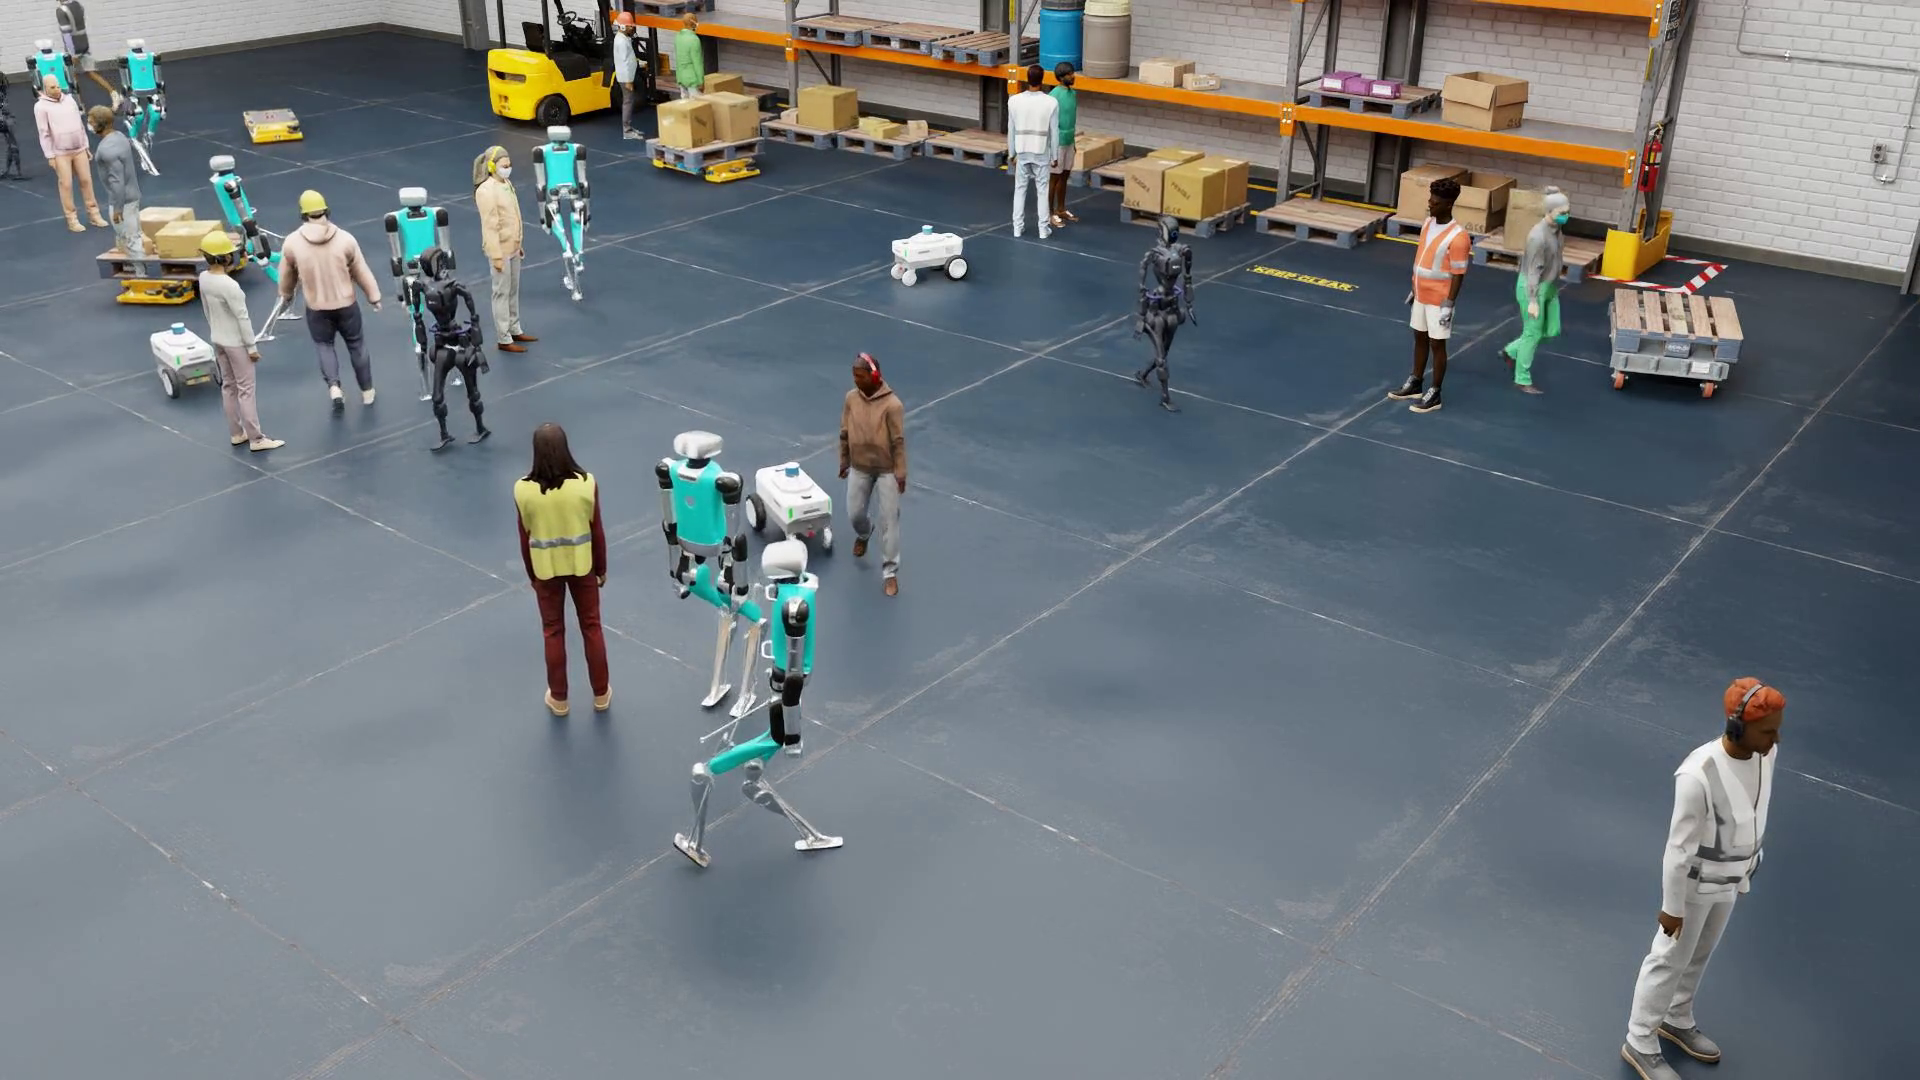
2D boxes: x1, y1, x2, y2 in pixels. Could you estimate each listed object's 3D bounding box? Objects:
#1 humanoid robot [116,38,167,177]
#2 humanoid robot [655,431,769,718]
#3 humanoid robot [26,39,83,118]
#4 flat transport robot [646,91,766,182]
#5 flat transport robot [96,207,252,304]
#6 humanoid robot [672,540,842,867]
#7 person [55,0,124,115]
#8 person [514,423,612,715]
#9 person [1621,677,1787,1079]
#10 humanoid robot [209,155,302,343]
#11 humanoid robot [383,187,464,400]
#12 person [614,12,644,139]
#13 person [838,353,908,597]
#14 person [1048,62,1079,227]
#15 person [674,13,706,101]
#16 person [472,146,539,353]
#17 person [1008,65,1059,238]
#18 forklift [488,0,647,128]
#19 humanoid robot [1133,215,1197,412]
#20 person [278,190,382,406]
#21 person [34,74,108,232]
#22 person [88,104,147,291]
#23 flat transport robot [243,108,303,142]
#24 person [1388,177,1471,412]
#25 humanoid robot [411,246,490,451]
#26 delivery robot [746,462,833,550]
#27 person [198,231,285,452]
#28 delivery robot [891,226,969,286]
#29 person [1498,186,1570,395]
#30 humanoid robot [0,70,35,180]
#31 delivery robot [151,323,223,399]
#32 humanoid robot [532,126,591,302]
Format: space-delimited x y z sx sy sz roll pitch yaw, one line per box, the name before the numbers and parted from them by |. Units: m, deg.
humanoid robot | -10.569 -5.537 21.475 0.544 1.887 0.790 -23 34 -39
humanoid robot | -1.341 0.140 9.540 0.537 1.753 0.660 12 28 24
humanoid robot | -11.619 -5.576 21.459 0.538 1.797 0.776 -15 29 -27
flat transport robot | -3.324 -4.931 21.782 1.431 0.231 0.659 23 34 39
flat transport robot | -8.058 -2.742 17.248 0.659 0.231 1.431 2 26 4
humanoid robot | -1.103 0.847 8.168 0.995 1.774 0.530 -3 26 -6
person | -13.100 -7.343 24.785 0.915 2.011 0.610 3 26 7
person | -2.243 0.182 9.477 0.469 1.763 0.362 -7 27 -13
person | 3.067 1.397 6.819 0.583 1.883 0.345 -18 31 -33
humanoid robot | -6.464 -2.759 15.629 0.852 1.768 0.541 -18 31 -33
humanoid robot | -4.491 -2.045 14.160 0.531 1.805 0.799 -12 28 -24
person | -4.670 -6.537 23.420 0.348 1.738 0.572 -5 26 -10
person | -0.554 -0.486 11.012 0.491 1.635 0.577 6 26 13
person | 1.167 -4.585 19.246 0.397 1.854 0.494 17 31 31
person | -3.721 -6.379 23.051 0.384 1.780 0.550 -22 33 -38
person | -4.197 -2.670 15.257 0.406 1.876 0.555 4 26 7
person | 0.821 -4.359 18.719 0.584 1.909 0.384 7 27 14
forklift | -5.874 -7.334 24.552 1.214 2.155 2.313 19 32 34
humanoid robot | 1.706 -1.954 14.073 0.609 1.647 0.769 -14 29 -27
person | -5.252 -1.994 13.889 0.795 1.840 0.548 -9 27 -18
person | -10.226 -4.432 19.021 0.405 1.775 0.539 16 30 29
person | -8.382 -3.373 16.637 0.359 1.937 0.636 -7 27 -14
flat transport robot | -9.897 -5.968 23.931 0.659 0.231 1.431 -12 28 -23
person | 3.937 -2.042 13.851 0.368 1.965 0.602 -8 27 -16
humanoid robot | -4.000 -1.510 13.087 0.609 1.642 0.541 6 27 13
delivery robot | -1.184 -0.266 11.783 0.499 0.586 0.773 -12 28 -24
person | -5.698 -1.558 13.075 0.524 1.768 0.312 18 31 32
delivery robot | -0.323 -2.989 17.449 0.813 0.609 0.499 -13 29 -25
person | 4.935 -2.137 14.207 0.469 1.831 0.522 21 33 36
humanoid robot | -12.187 -5.436 21.213 0.463 1.649 0.602 -15 29 -28
delivery robot | -6.768 -1.584 14.532 0.499 0.603 0.792 -21 33 -36
humanoid robot | -3.860 -3.169 16.473 0.554 1.743 1.028 -11 28 -22
